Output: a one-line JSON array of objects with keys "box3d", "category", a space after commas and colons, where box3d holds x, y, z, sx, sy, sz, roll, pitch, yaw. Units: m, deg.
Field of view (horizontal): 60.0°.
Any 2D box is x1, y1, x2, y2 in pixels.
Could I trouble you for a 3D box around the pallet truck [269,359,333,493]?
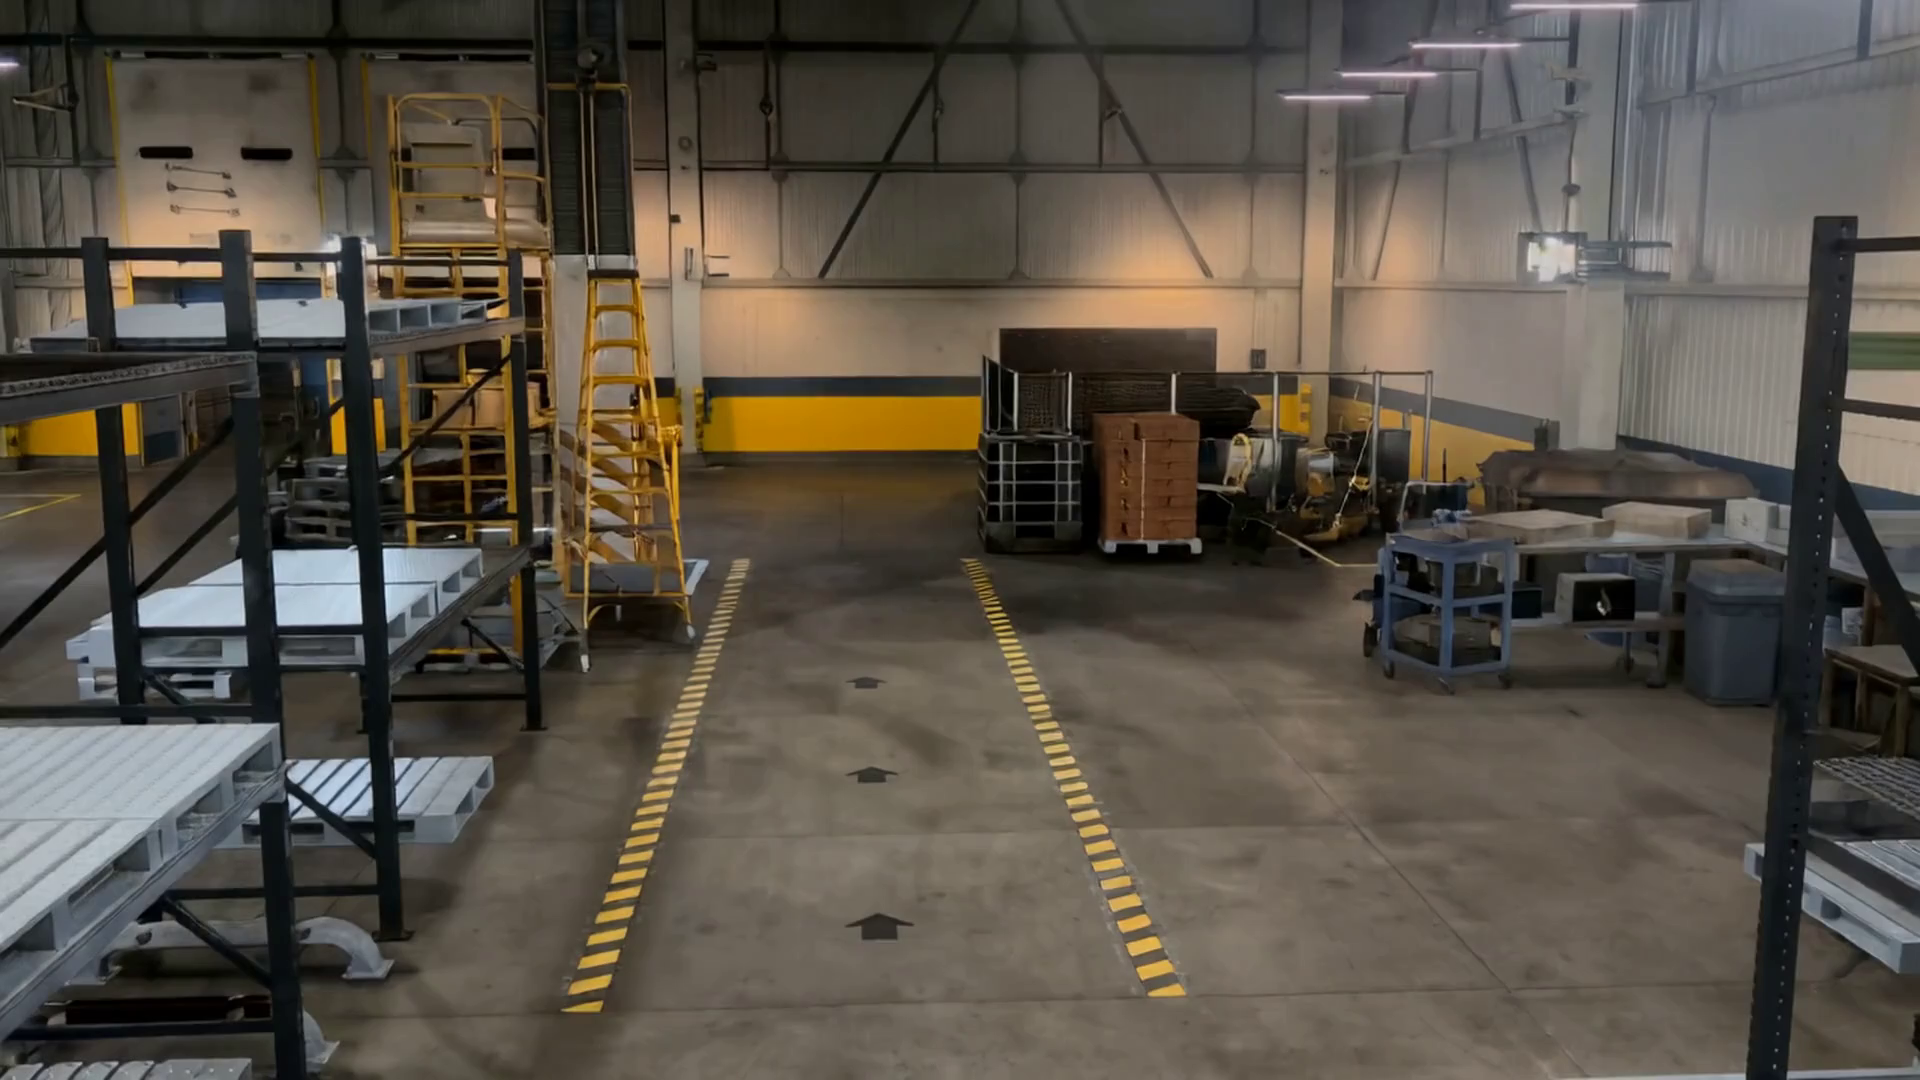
[{"box3d": [-7.062, -1.131, 18.996, 1.885, 1.965, 0.823, 2, 9, 13], "category": "pallet truck"}]
